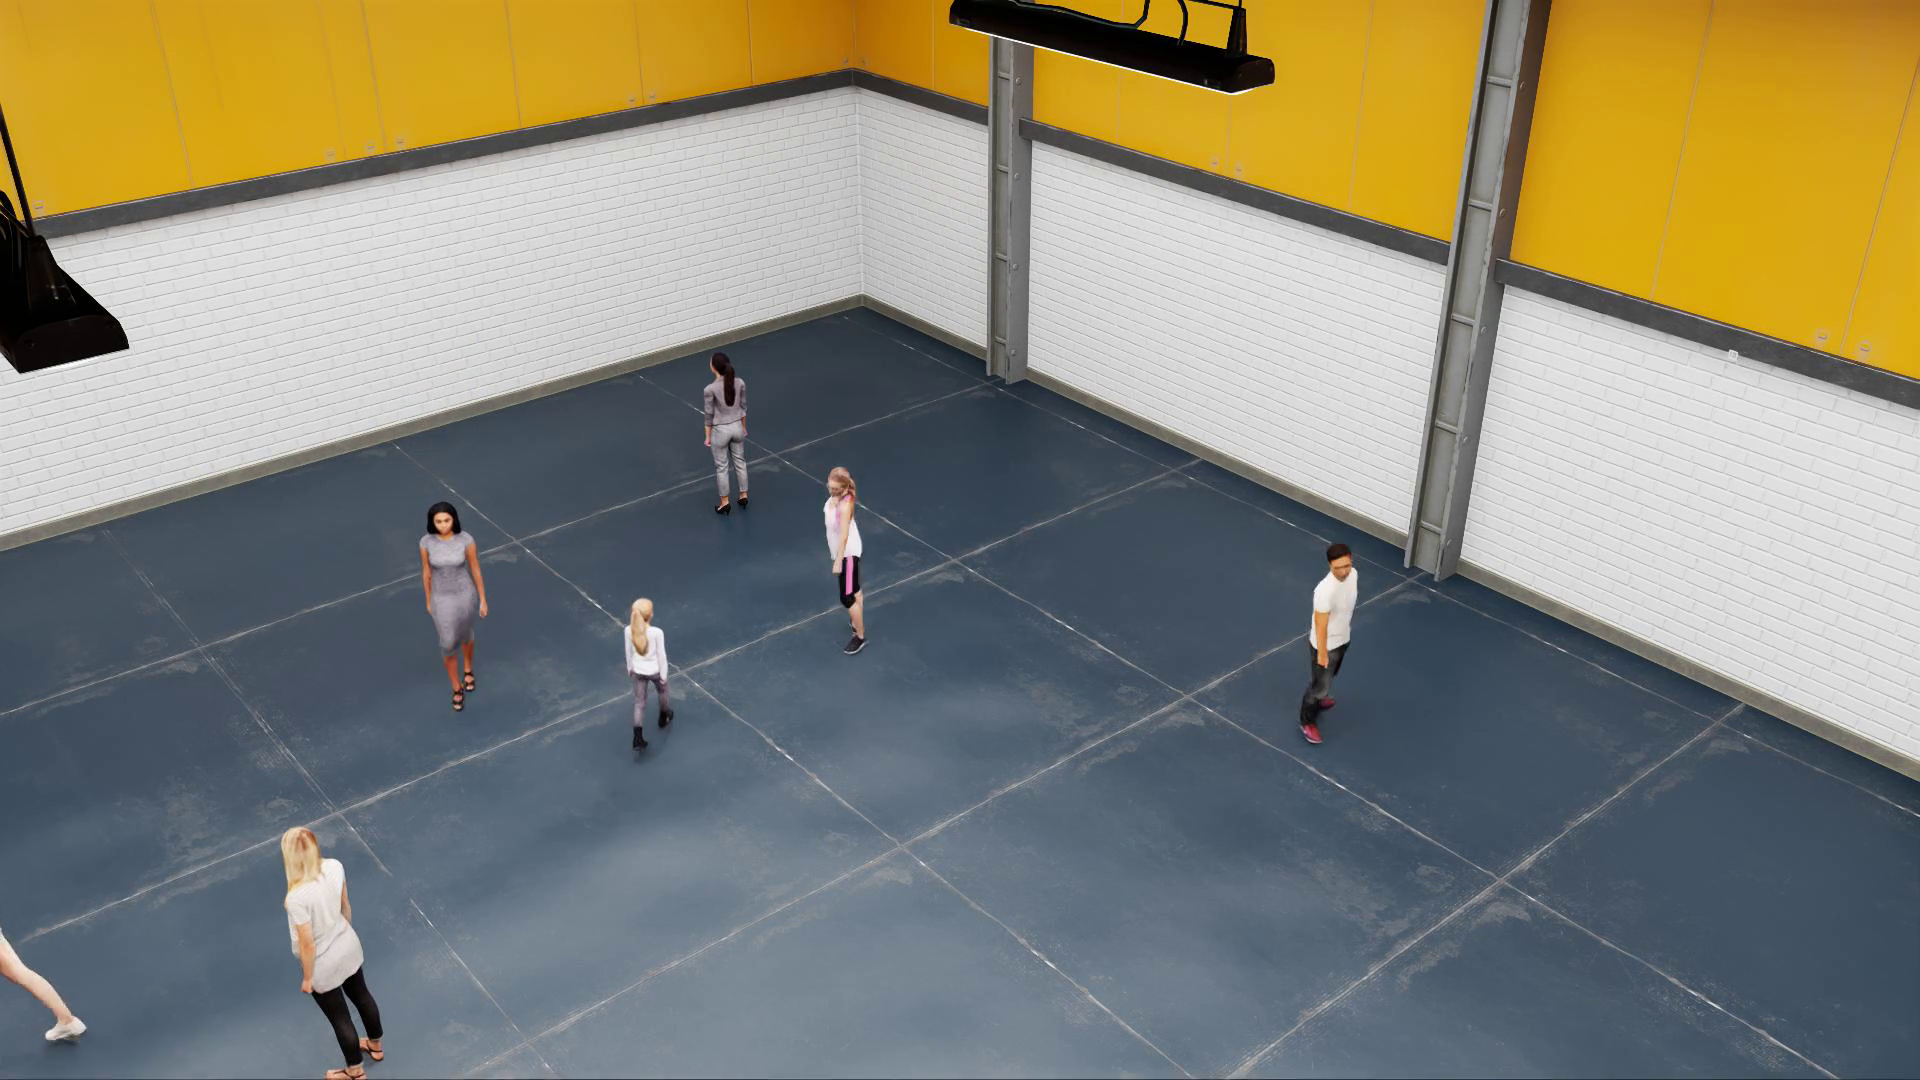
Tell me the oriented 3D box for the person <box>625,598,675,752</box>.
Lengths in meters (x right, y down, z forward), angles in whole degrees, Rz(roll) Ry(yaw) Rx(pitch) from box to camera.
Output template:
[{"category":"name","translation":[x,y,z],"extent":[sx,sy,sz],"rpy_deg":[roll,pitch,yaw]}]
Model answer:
[{"category":"person","translation":[-2.437,1.043,12.832],"extent":[0.872,1.263,0.898],"rpy_deg":[4,29,8]}]

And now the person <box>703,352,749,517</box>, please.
[{"category":"person","translation":[-2.276,-1.037,16.213],"extent":[0.623,1.678,0.584],"rpy_deg":[-20,34,-32]}]

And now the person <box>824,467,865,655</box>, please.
[{"category":"person","translation":[-0.925,0.090,14.067],"extent":[0.865,1.753,0.732],"rpy_deg":[4,29,7]}]

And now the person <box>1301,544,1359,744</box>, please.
[{"category":"person","translation":[2.833,0.736,12.865],"extent":[0.727,1.770,0.899],"rpy_deg":[12,31,21]}]

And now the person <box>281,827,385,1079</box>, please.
[{"category":"person","translation":[-3.665,2.426,9.711],"extent":[0.705,1.824,0.695],"rpy_deg":[9,30,16]}]

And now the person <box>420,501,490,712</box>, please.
[{"category":"person","translation":[-4.070,0.456,13.387],"extent":[0.796,1.764,0.895],"rpy_deg":[-8,30,-14]}]
